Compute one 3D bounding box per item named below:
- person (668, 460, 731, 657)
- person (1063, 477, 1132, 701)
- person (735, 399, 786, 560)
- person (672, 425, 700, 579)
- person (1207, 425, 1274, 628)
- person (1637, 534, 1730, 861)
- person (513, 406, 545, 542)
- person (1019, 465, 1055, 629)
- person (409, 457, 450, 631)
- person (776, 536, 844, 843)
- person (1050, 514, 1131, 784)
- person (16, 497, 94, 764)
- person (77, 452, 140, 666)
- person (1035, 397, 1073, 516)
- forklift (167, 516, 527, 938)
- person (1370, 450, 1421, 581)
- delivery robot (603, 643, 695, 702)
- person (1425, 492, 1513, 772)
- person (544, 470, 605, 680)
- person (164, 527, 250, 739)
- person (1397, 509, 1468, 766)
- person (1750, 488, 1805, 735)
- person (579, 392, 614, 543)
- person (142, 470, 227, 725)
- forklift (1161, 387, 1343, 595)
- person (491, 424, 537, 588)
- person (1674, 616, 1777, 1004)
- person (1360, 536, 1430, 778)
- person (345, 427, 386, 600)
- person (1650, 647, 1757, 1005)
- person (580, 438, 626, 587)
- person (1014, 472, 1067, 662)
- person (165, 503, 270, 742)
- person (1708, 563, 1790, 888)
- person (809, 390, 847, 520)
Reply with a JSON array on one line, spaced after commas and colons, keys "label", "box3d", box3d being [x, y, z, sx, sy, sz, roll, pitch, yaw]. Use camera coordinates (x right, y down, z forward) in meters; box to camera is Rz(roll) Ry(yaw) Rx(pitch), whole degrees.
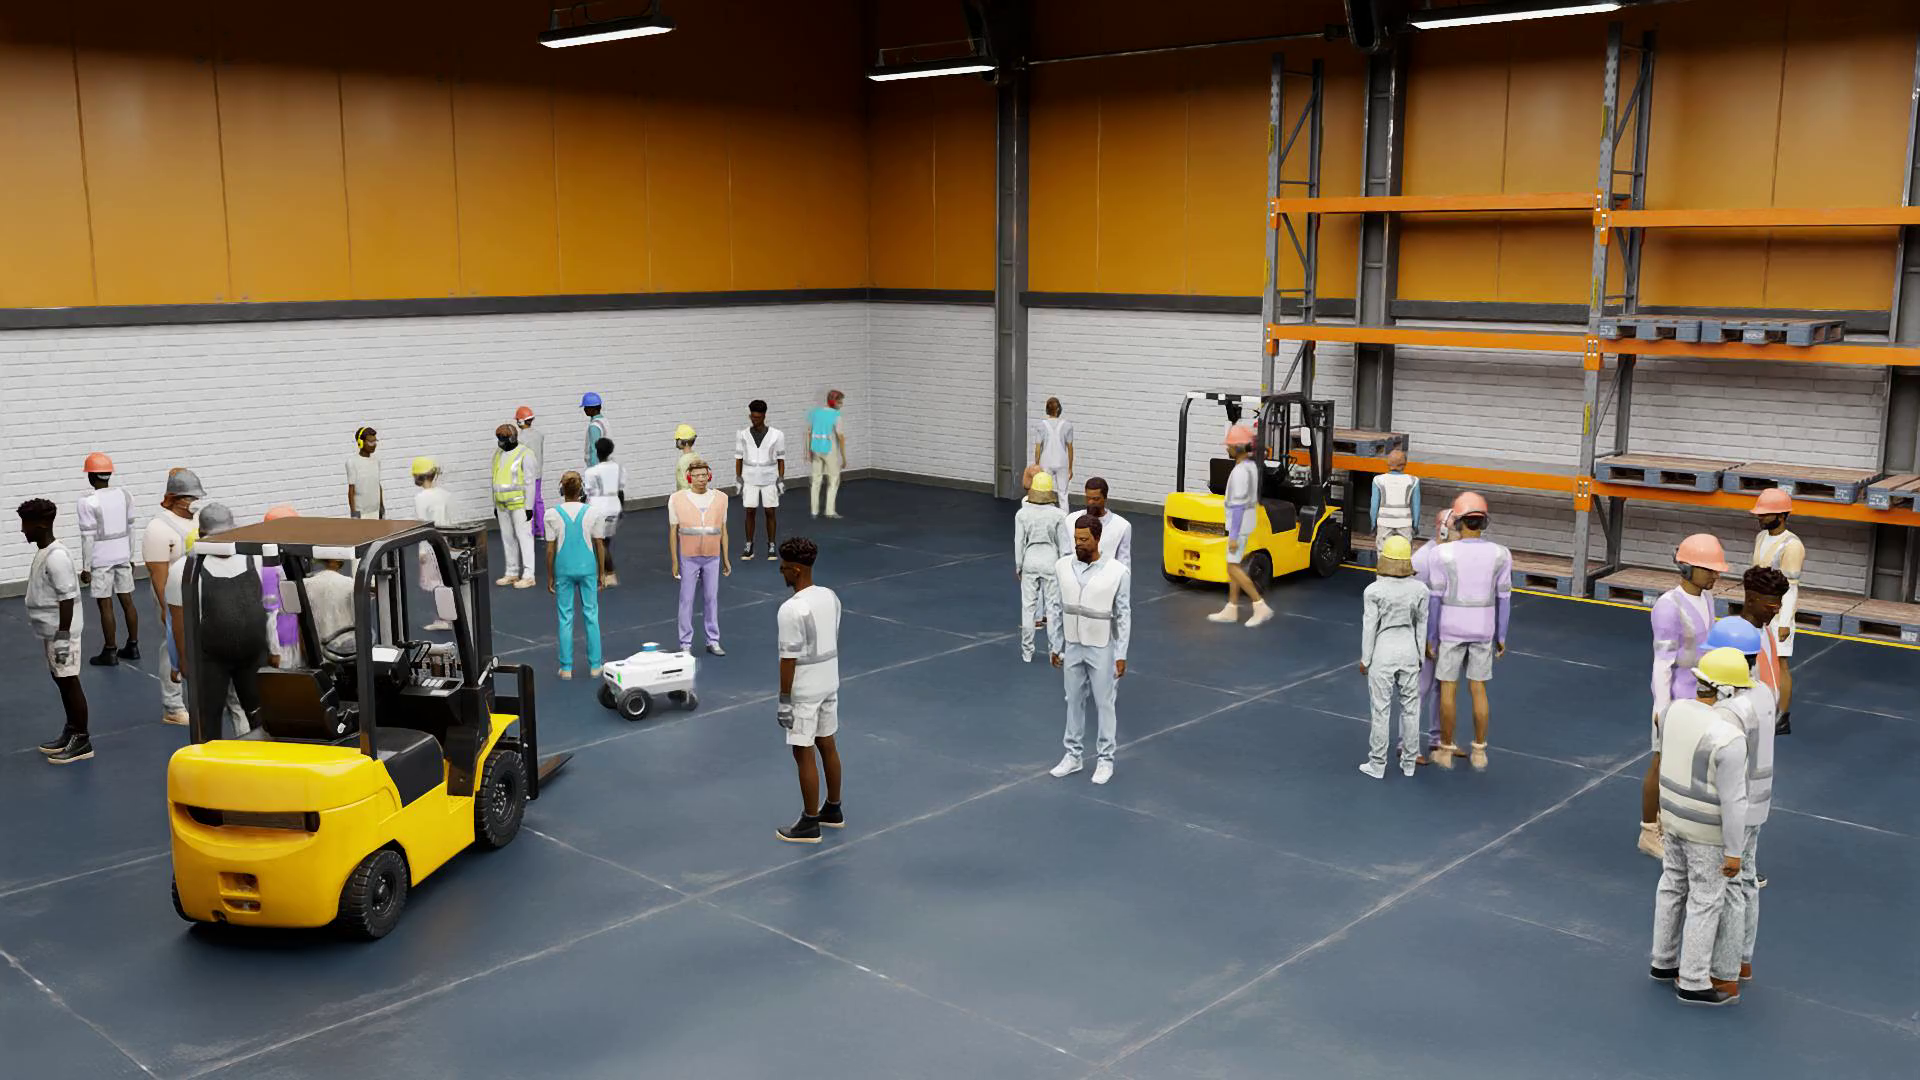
[{"label": "person", "box3d": [-2.398, 0.169, 15.331, 0.563, 1.847, 0.389, -5, 11, -25]}, {"label": "person", "box3d": [1.136, 0.416, 13.756, 0.597, 1.912, 0.389, 6, 11, 30]}, {"label": "person", "box3d": [-2.412, -0.726, 20.093, 0.609, 1.963, 0.367, 0, 10, 1]}, {"label": "person", "box3d": [-3.112, -0.433, 18.995, 0.313, 1.769, 0.523, 1, 10, 7]}, {"label": "person", "box3d": [2.803, -0.133, 16.559, 0.581, 2.042, 0.632, 3, 10, 18]}, {"label": "person", "box3d": [4.484, 0.963, 10.263, 0.615, 2.038, 0.395, -9, 14, -43]}, {"label": "person", "box3d": [-5.557, -0.842, 21.355, 0.326, 1.752, 0.560, 4, 11, 20]}, {"label": "person", "box3d": [0.760, 0.066, 16.530, 0.270, 1.631, 0.507, 7, 12, 36]}, {"label": "person", "box3d": [-5.068, 0.059, 16.219, 0.595, 1.748, 0.553, 2, 10, 11]}, {"label": "person", "box3d": [-0.976, 0.944, 10.624, 0.387, 1.957, 0.604, 5, 11, 25]}, {"label": "person", "box3d": [0.925, 0.757, 11.780, 0.591, 1.917, 0.379, 6, 12, 32]}, {"label": "person", "box3d": [-6.648, 0.655, 12.228, 0.364, 1.962, 0.612, -7, 12, -35]}, {"label": "person", "box3d": [-7.727, 0.171, 15.063, 0.359, 1.938, 0.547, 4, 11, 23]}, {"label": "person", "box3d": [1.220, -0.933, 21.623, 0.506, 1.842, 0.350, 0, 10, 2]}, {"label": "forklift", "box3d": [-3.583, 0.976, 9.748, 1.214, 2.155, 2.313, 2, 10, 11]}, {"label": "person", "box3d": [4.625, -0.143, 17.705, 0.523, 1.636, 0.310, 2, 10, 13]}, {"label": "delivery robot", "box3d": [-2.523, 1.082, 13.546, 0.707, 0.478, 0.477, -7, 12, -33]}, {"label": "person", "box3d": [3.657, 0.663, 12.036, 0.608, 2.030, 0.433, 0, 10, -3]}, {"label": "person", "box3d": [-3.361, 0.308, 14.547, 0.506, 1.846, 0.345, -3, 10, -14]}, {"label": "person", "box3d": [-5.275, 0.814, 11.735, 0.588, 1.823, 0.403, -7, 12, -35]}, {"label": "person", "box3d": [3.526, 0.706, 12.178, 0.657, 1.895, 0.411, -6, 12, -31]}, {"label": "person", "box3d": [6.287, 0.553, 12.933, 0.399, 1.928, 0.542, -1, 10, -4]}, {"label": "person", "box3d": [-4.650, -0.931, 21.345, 0.416, 1.939, 0.604, 0, 10, 1]}, {"label": "person", "box3d": [-6.126, 0.436, 13.261, 0.536, 2.000, 0.684, 2, 10, 11]}, {"label": "forklift", "box3d": [3.298, -0.608, 18.767, 1.214, 2.155, 2.313, 9, 13, 42]}, {"label": "person", "box3d": [-4.984, -0.384, 18.546, 0.637, 1.830, 0.429, 6, 12, 32]}, {"label": "person", "box3d": [3.856, 1.343, 8.360, 0.406, 1.945, 0.613, 8, 13, 40]}, {"label": "person", "box3d": [3.082, 0.831, 11.859, 0.484, 1.744, 0.295, -1, 10, -8]}, {"label": "person", "box3d": [-6.390, -0.293, 17.944, 0.322, 1.860, 0.518, 4, 11, 23]}, {"label": "person", "box3d": [3.710, 1.422, 8.298, 0.403, 1.817, 0.601, -2, 10, -12]}, {"label": "person", "box3d": [-3.975, -0.301, 18.543, 0.564, 1.672, 0.581, 8, 13, 38]}, {"label": "person", "box3d": [0.748, 0.249, 15.173, 0.493, 1.743, 0.303, 2, 10, 10]}, {"label": "person", "box3d": [-5.111, 0.723, 11.627, 0.536, 2.000, 0.691, 8, 13, 40]}, {"label": "person", "box3d": [4.563, 1.104, 9.689, 0.600, 1.958, 0.385, -9, 14, -43]}, {"label": "person", "box3d": [-1.877, -1.176, 23.110, 0.658, 1.813, 0.414, 7, 12, 36]}]
